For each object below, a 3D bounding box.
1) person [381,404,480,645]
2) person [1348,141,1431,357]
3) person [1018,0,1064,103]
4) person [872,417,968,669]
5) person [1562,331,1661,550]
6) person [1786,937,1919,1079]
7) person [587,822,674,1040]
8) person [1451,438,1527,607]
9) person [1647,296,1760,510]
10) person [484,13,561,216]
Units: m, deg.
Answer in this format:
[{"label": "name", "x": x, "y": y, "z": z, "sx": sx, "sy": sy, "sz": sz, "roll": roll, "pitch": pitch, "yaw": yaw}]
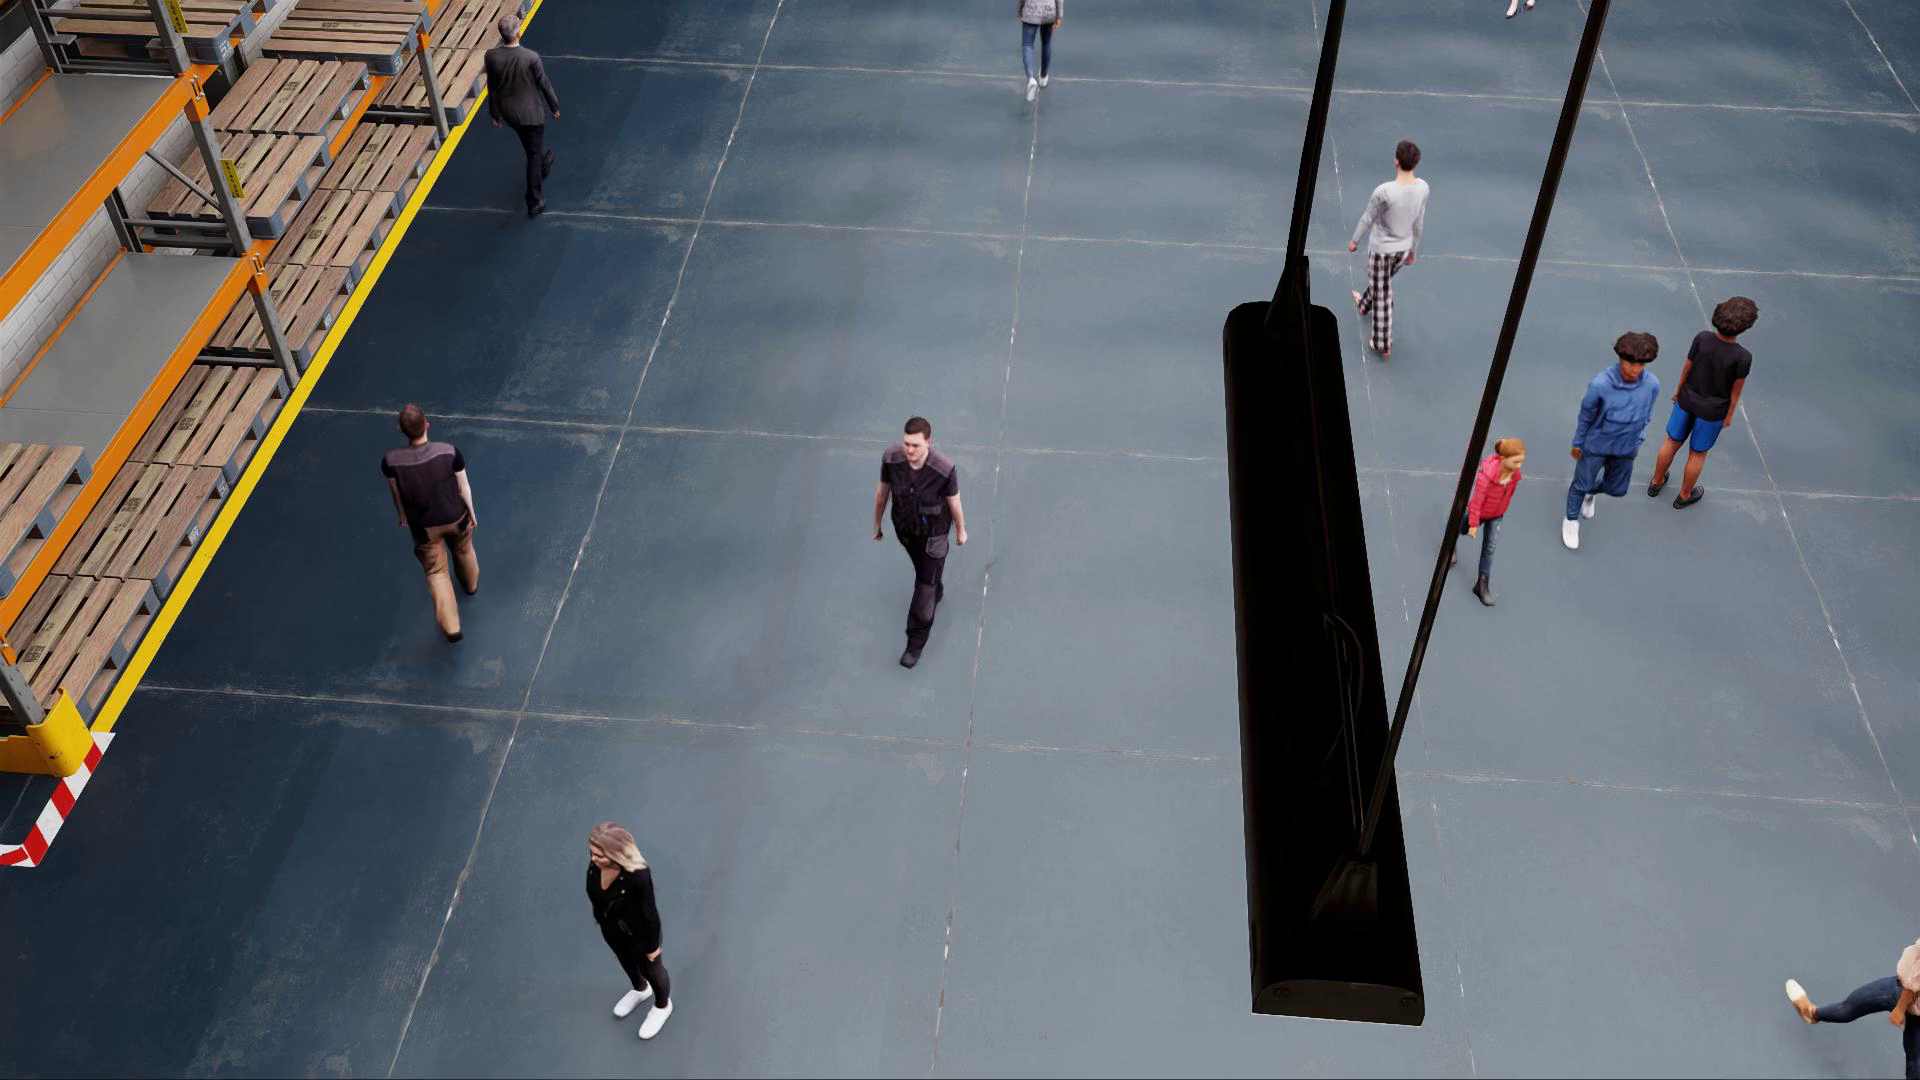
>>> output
[{"label": "person", "x": -3.500, "y": -0.097, "z": 11.125, "sx": 0.961, "sy": 1.814, "sz": 1.242, "roll": -11, "pitch": 45, "yaw": -12}, {"label": "person", "x": 3.505, "y": -2.295, "z": 13.432, "sx": 0.910, "sy": 1.813, "sz": 1.169, "roll": -13, "pitch": 45, "yaw": -13}, {"label": "person", "x": 0.784, "y": -5.211, "z": 16.570, "sx": 0.649, "sy": 1.708, "sz": 1.018, "roll": 1, "pitch": 44, "yaw": 1}, {"label": "person", "x": -0.217, "y": -0.129, "z": 11.159, "sx": 1.009, "sy": 1.814, "sz": 1.206, "roll": 19, "pitch": 47, "yaw": 19}, {"label": "person", "x": 4.595, "y": -0.764, "z": 11.835, "sx": 0.699, "sy": 1.800, "sz": 0.735, "roll": 0, "pitch": 44, "yaw": 0}, {"label": "person", "x": 5.001, "y": 2.407, "z": 8.556, "sx": 0.961, "sy": 1.731, "sz": 1.245, "roll": -15, "pitch": 46, "yaw": -15}, {"label": "person", "x": -1.751, "y": 2.060, "z": 8.953, "sx": 0.696, "sy": 1.686, "sz": 0.708, "roll": 26, "pitch": 49, "yaw": 24}, {"label": "person", "x": 3.637, "y": -0.230, "z": 11.652, "sx": 0.664, "sy": 1.279, "sz": 0.987, "roll": -6, "pitch": 44, "yaw": -7}, {"label": "person", "x": 5.397, "y": -0.997, "z": 12.080, "sx": 0.763, "sy": 1.800, "sz": 0.712, "roll": -33, "pitch": 53, "yaw": -30}, {"label": "person", "x": -3.965, "y": -3.816, "z": 15.042, "sx": 0.806, "sy": 1.794, "sz": 1.199, "roll": 7, "pitch": 44, "yaw": 7}]
